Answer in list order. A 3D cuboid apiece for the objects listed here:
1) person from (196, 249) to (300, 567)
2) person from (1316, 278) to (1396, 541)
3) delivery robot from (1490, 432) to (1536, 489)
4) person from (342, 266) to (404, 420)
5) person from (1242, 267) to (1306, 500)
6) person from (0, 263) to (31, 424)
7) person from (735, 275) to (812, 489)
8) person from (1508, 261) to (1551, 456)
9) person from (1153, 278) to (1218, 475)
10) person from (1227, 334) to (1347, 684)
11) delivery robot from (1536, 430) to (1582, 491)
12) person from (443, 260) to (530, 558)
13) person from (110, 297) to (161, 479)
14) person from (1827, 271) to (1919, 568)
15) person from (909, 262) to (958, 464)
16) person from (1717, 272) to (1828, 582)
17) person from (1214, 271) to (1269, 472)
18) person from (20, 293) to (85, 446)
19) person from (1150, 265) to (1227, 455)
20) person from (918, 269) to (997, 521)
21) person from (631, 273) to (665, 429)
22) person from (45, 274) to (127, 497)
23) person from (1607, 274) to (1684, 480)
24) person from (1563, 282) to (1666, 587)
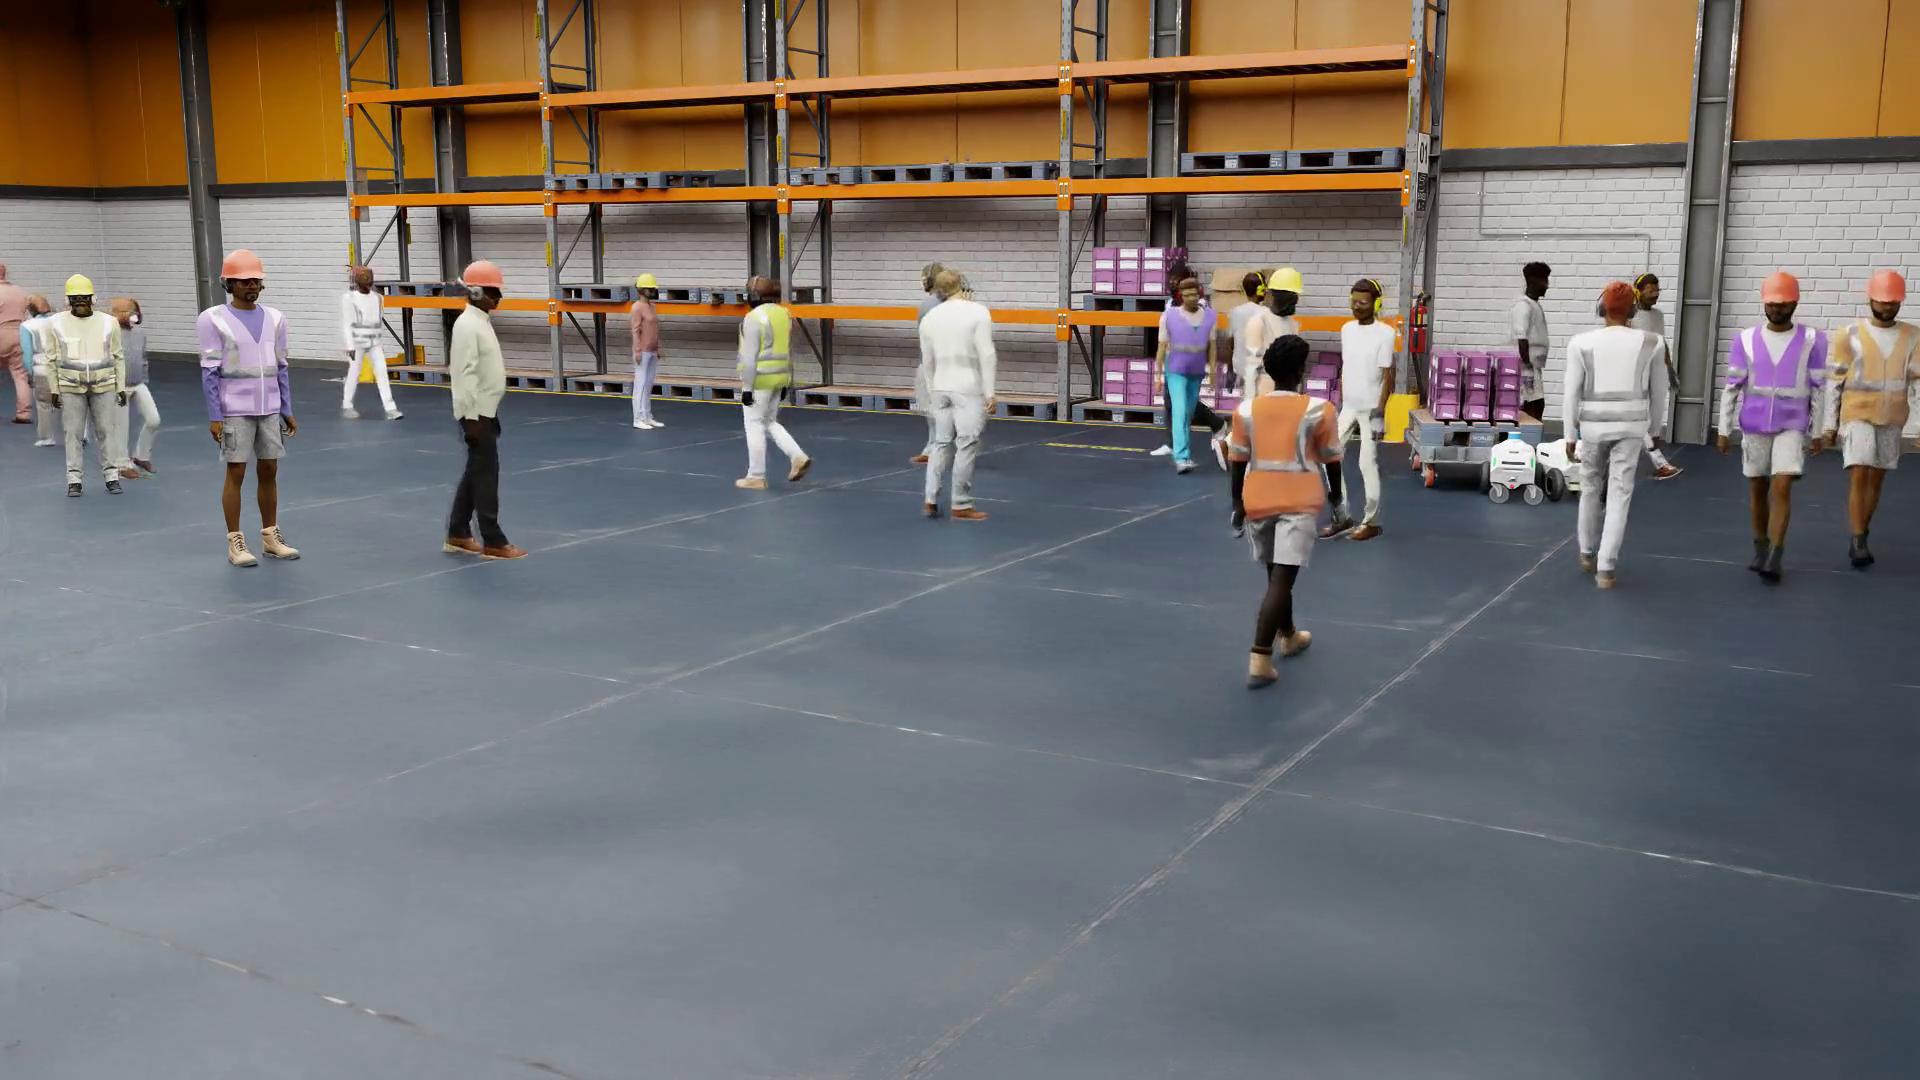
[{"bbox_3d":[-4.608,-0.855,10.831,0.371,2.044,0.608,7,12,34],"label":"person"},{"bbox_3d":[2.746,-0.891,11.601,0.613,1.839,0.531,-6,12,-32],"label":"person"},{"bbox_3d":[4.507,-0.639,13.553,0.477,0.478,0.707,3,11,18],"label":"delivery robot"},{"bbox_3d":[-7.107,-2.344,19.879,0.999,1.831,0.602,7,12,34],"label":"person"},{"bbox_3d":[2.356,-1.077,12.465,0.620,1.908,0.450,-9,13,-42],"label":"person"},{"bbox_3d":[-11.215,-2.291,19.442,0.777,1.873,0.658,4,11,23],"label":"person"},{"bbox_3d":[-1.632,-1.328,14.136,0.566,1.826,0.628,4,11,24],"label":"person"},{"bbox_3d":[5.394,-1.662,15.719,0.690,1.931,0.638,6,12,30],"label":"person"},{"bbox_3d":[2.066,-1.494,15.216,0.595,1.776,0.836,-4,11,-22],"label":"person"},{"bbox_3d":[1.567,-0.163,8.029,0.531,1.647,0.893,7,12,36],"label":"person"},{"bbox_3d":[5.018,-0.662,13.681,0.477,0.478,0.707,0,10,-2],"label":"delivery robot"},{"bbox_3d":[-3.221,-0.851,11.066,0.690,1.979,0.643,-1,10,-7],"label":"person"},{"bbox_3d":[-7.376,-1.340,14.769,0.382,1.620,0.511,4,11,22],"label":"person"},{"bbox_3d":[5.924,-0.761,10.692,0.555,1.896,0.889,2,10,12],"label":"person"},{"bbox_3d":[-0.166,-1.636,15.604,0.640,1.922,0.633,4,11,23],"label":"person"},{"bbox_3d":[5.008,-0.694,10.311,0.574,1.895,0.917,7,12,33],"label":"person"},{"bbox_3d":[2.599,-1.510,15.101,0.668,1.851,0.524,-6,12,-32],"label":"person"},{"bbox_3d":[-9.282,-1.716,17.006,0.842,1.605,0.516,7,12,35],"label":"person"},{"bbox_3d":[2.278,-1.775,16.483,0.720,1.894,0.594,-4,11,-24],"label":"person"},{"bbox_3d":[-0.041,-1.069,12.498,0.682,1.899,0.392,9,13,41],"label":"person"},{"bbox_3d":[-3.551,-2.148,18.936,0.325,1.767,0.533,3,10,15],"label":"person"},{"bbox_3d":[-7.252,-1.280,13.827,0.589,1.834,0.403,-6,12,-31],"label":"person"},{"bbox_3d":[6.114,-1.440,14.798,0.513,1.813,0.940,-7,12,-33],"label":"person"},{"bbox_3d":[4.063,-0.672,10.366,0.578,1.834,0.949,4,11,22],"label":"person"}]
